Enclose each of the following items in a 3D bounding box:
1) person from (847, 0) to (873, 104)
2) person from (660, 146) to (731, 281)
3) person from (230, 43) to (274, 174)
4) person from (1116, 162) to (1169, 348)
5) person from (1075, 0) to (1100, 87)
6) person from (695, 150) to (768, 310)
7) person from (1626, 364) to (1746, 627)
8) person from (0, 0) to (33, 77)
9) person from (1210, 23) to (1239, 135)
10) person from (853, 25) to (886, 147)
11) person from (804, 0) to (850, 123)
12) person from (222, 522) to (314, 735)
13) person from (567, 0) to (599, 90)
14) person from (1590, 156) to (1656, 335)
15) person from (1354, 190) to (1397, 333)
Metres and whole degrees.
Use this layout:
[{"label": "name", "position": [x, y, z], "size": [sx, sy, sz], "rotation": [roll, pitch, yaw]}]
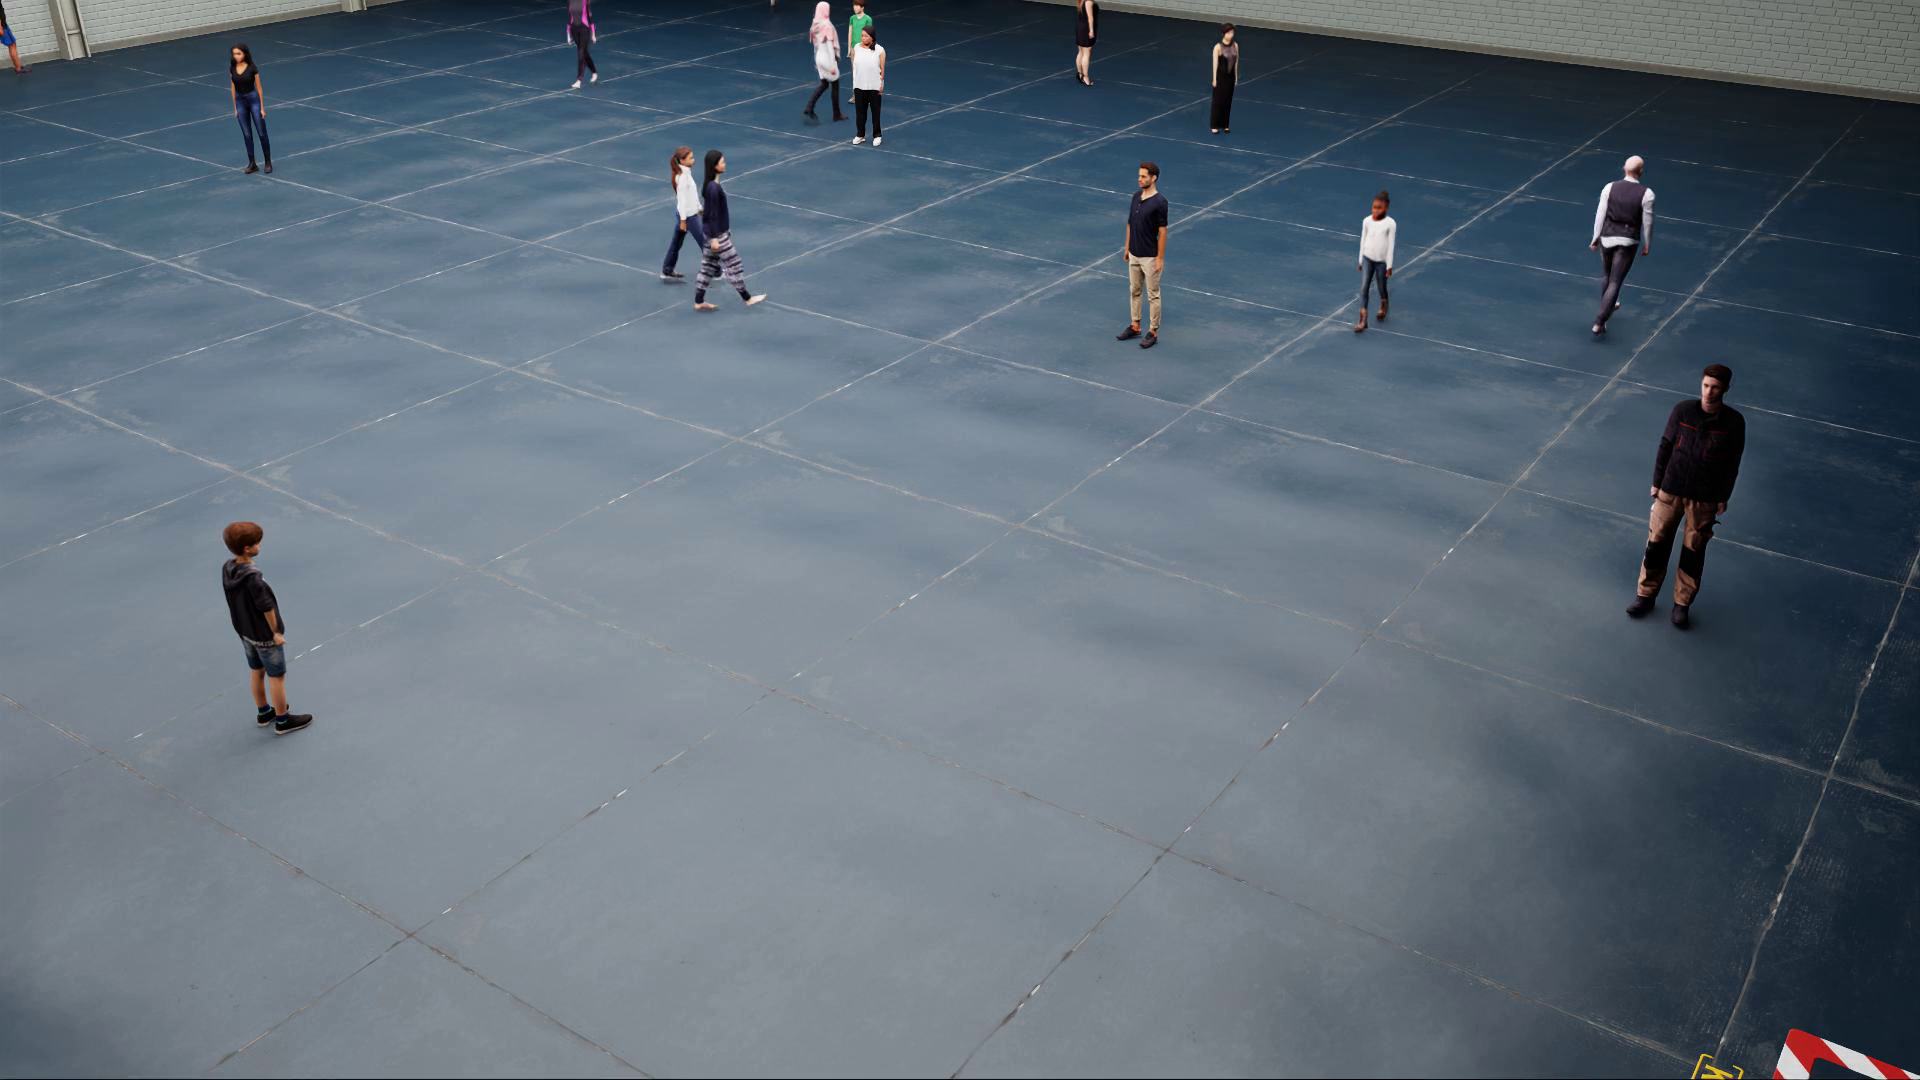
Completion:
[{"label": "person", "position": [-1.573, -7.806, 26.492], "size": [0.615, 1.650, 0.563], "rotation": [13, 30, 24]}, {"label": "person", "position": [-3.106, -3.576, 18.432], "size": [1.040, 1.509, 1.002], "rotation": [-4, 27, -7]}, {"label": "person", "position": [-9.695, -5.907, 22.705], "size": [0.644, 1.740, 0.691], "rotation": [-2, 27, -4]}, {"label": "person", "position": [1.864, -2.874, 16.688], "size": [0.606, 1.857, 0.700], "rotation": [-22, 34, -36]}, {"label": "person", "position": [2.090, -8.467, 27.704], "size": [0.798, 1.715, 0.757], "rotation": [-8, 28, -15]}, {"label": "person", "position": [-2.664, -3.234, 17.560], "size": [1.101, 1.698, 1.011], "rotation": [-6, 28, -12]}, {"label": "person", "position": [5.123, -0.328, 11.668], "size": [0.698, 1.925, 0.603], "rotation": [16, 31, 28]}, {"label": "person", "position": [-16.298, -8.630, 27.973], "size": [0.678, 1.759, 1.170], "rotation": [14, 30, 26]}, {"label": "person", "position": [3.920, -6.855, 24.696], "size": [0.595, 1.602, 0.711], "rotation": [-13, 30, -24]}, {"label": "person", "position": [-1.334, -6.601, 24.110], "size": [0.713, 1.688, 0.687], "rotation": [10, 29, 18]}, {"label": "person", "position": [-2.089, -7.206, 25.174], "size": [1.058, 1.790, 0.822], "rotation": [-19, 33, -32]}, {"label": "person", "position": [-4.422, 0.548, 10.487], "size": [0.526, 1.451, 0.508], "rotation": [17, 32, 30]}, {"label": "person", "position": [-6.230, -8.361, 27.524], "size": [0.853, 1.693, 1.229], "rotation": [7, 28, 14]}, {"label": "person", "position": [6.682, -2.952, 16.929], "size": [0.717, 1.774, 1.212], "rotation": [19, 33, 32]}, {"label": "person", "position": [4.333, -2.889, 17.183], "size": [0.536, 1.430, 0.927], "rotation": [17, 32, 30]}]
